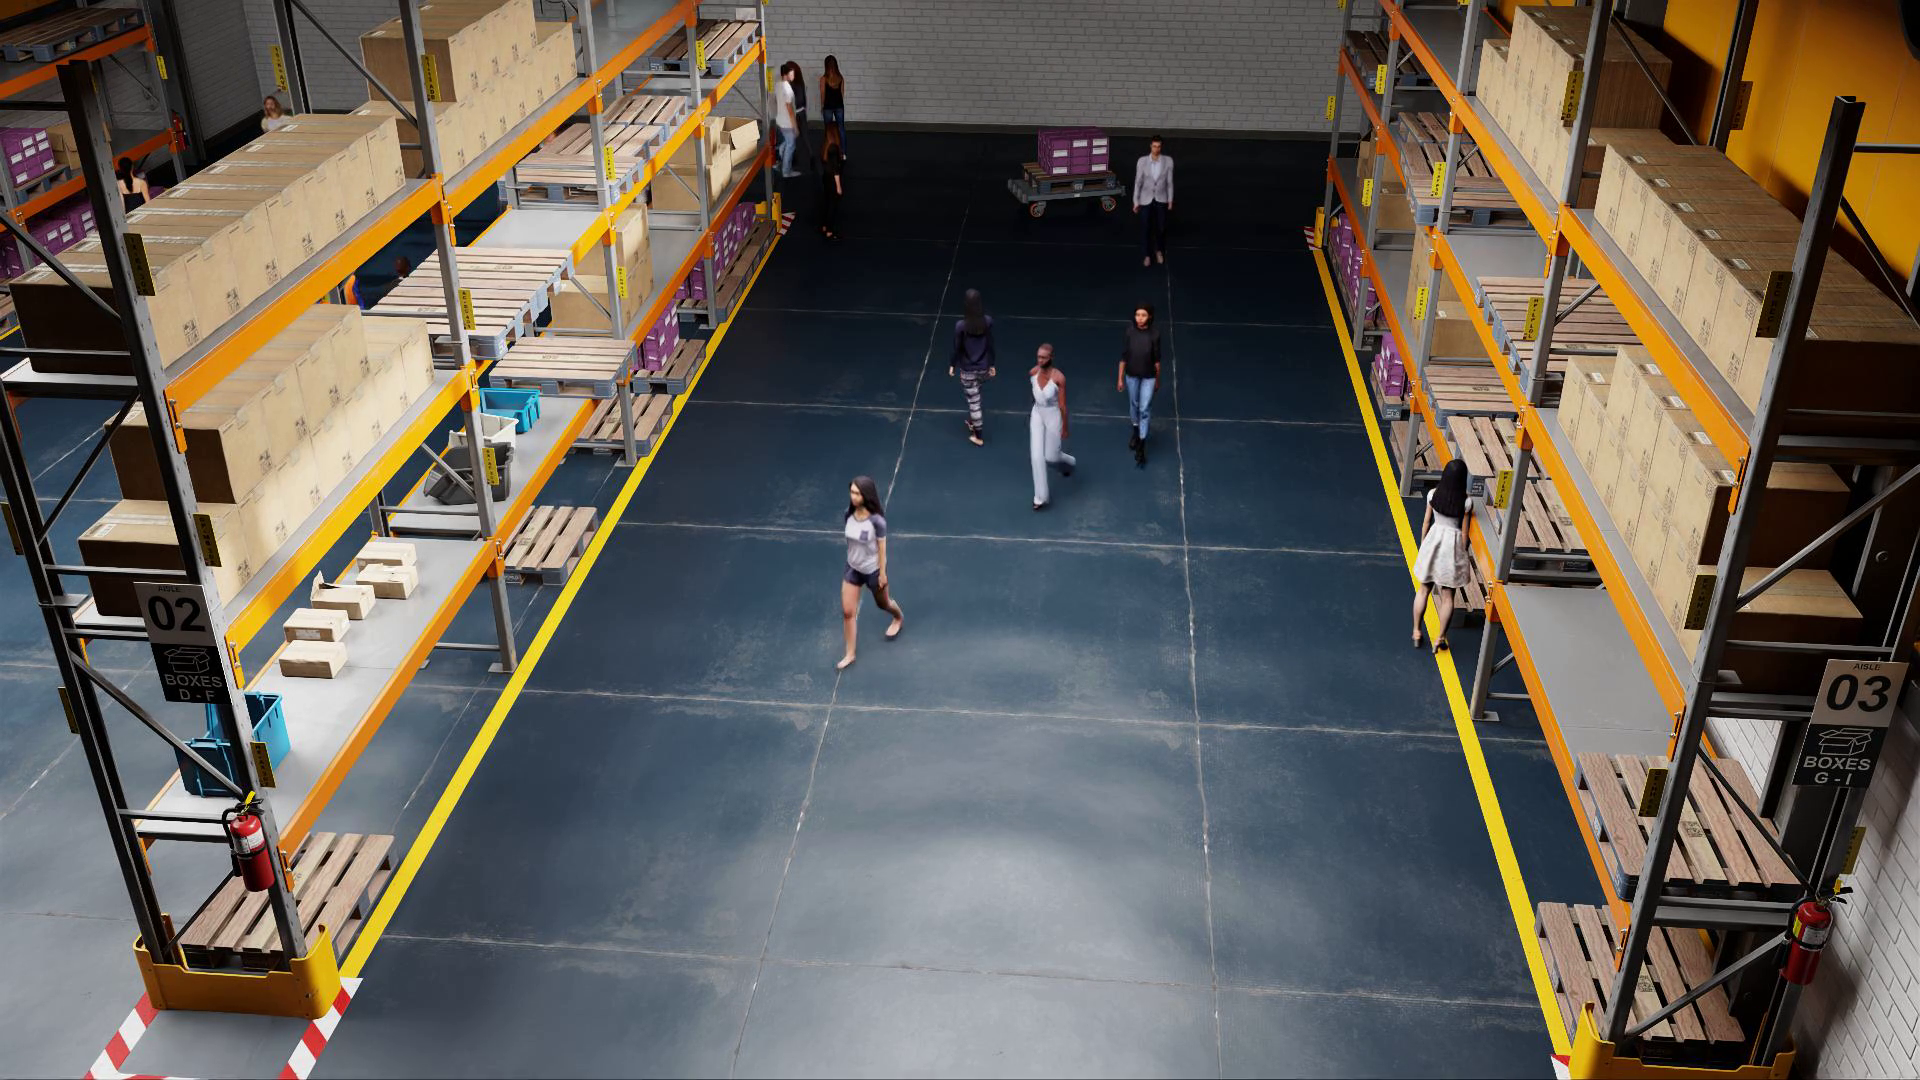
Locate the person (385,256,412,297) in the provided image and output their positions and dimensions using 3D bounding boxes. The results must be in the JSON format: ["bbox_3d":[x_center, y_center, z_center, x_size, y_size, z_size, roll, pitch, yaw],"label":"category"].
[{"bbox_3d":[-6.113,-2.222,18.474,0.947,1.752,1.303,12,31,21],"label":"person"}]

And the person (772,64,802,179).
[{"bbox_3d":[-2.824,-6.638,26.486,0.930,1.831,0.849,-18,33,-29],"label":"person"}]

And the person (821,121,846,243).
[{"bbox_3d":[-1.864,-5.164,23.911,0.736,1.708,0.628,-10,30,-18],"label":"person"}]

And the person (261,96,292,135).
[{"bbox_3d":[-10.260,-5.888,25.242,0.848,1.706,1.059,-8,29,-13],"label":"person"}]

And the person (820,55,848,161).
[{"bbox_3d":[-2.097,-7.156,27.548,0.678,1.722,0.683,-12,31,-21],"label":"person"}]

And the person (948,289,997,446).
[{"bbox_3d":[0.192,-1.819,17.772,0.820,1.715,0.915,-13,31,-22],"label":"person"}]

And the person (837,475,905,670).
[{"bbox_3d":[-0.739,0.218,14.085,0.930,1.670,1.172,17,33,28],"label":"person"}]

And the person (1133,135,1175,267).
[{"bbox_3d":[2.675,-4.703,22.934,0.709,1.836,0.628,5,29,9],"label":"person"}]

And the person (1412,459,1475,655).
[{"bbox_3d":[4.109,0.132,14.139,0.775,1.769,0.797,18,33,30],"label":"person"}]

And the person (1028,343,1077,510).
[{"bbox_3d":[0.912,-1.176,16.556,0.844,1.752,1.000,18,33,29],"label":"person"}]

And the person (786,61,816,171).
[{"bbox_3d":[-2.607,-6.812,26.890,1.064,1.749,1.165,-18,34,-30],"label":"person"}]

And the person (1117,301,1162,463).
[{"bbox_3d":[1.937,-1.746,17.676,0.728,1.679,1.009,9,30,16],"label":"person"}]

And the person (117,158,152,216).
[{"bbox_3d":[-10.959,-4.251,22.219,0.653,1.726,0.669,-10,30,-17],"label":"person"}]
